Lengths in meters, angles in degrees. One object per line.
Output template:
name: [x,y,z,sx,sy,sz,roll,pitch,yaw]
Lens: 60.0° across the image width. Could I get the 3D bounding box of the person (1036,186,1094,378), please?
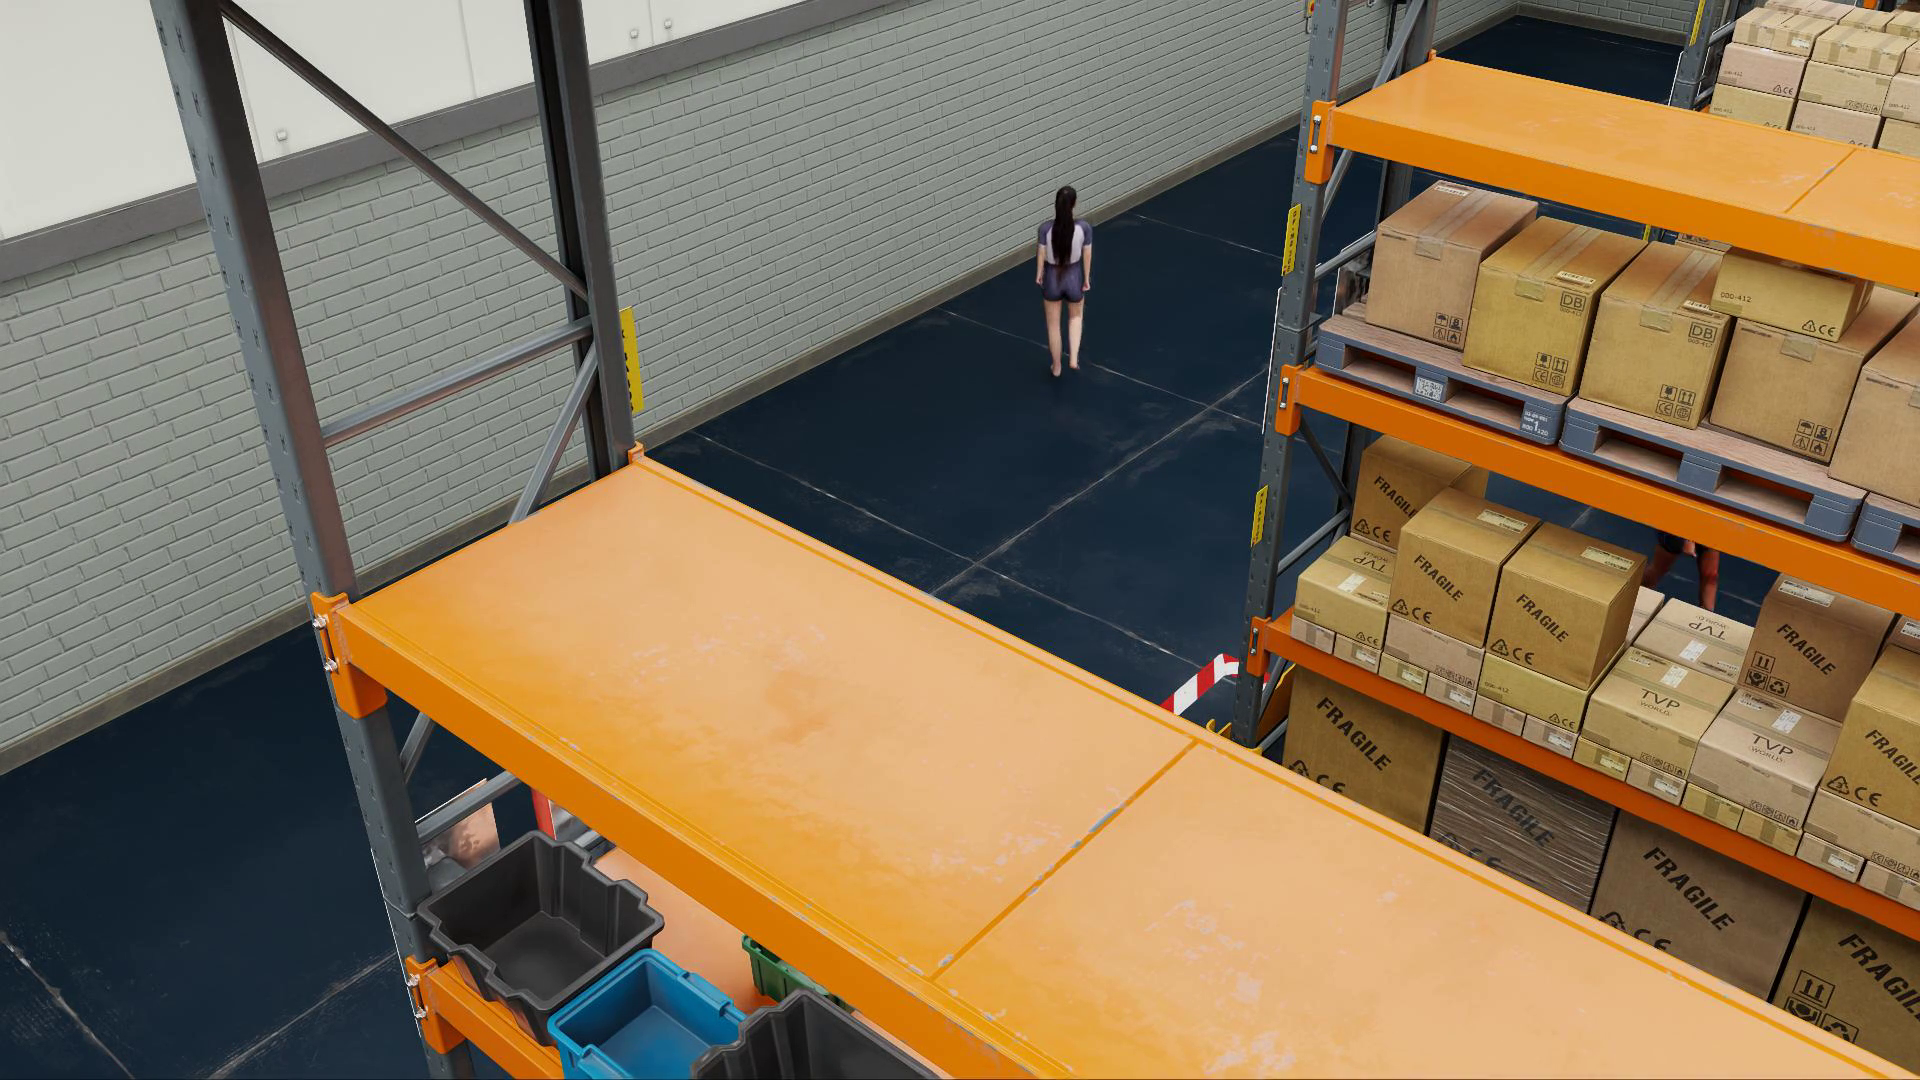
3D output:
person: [0.850,-2.055,13.560,0.712,1.640,0.776,-1,33,-2]
